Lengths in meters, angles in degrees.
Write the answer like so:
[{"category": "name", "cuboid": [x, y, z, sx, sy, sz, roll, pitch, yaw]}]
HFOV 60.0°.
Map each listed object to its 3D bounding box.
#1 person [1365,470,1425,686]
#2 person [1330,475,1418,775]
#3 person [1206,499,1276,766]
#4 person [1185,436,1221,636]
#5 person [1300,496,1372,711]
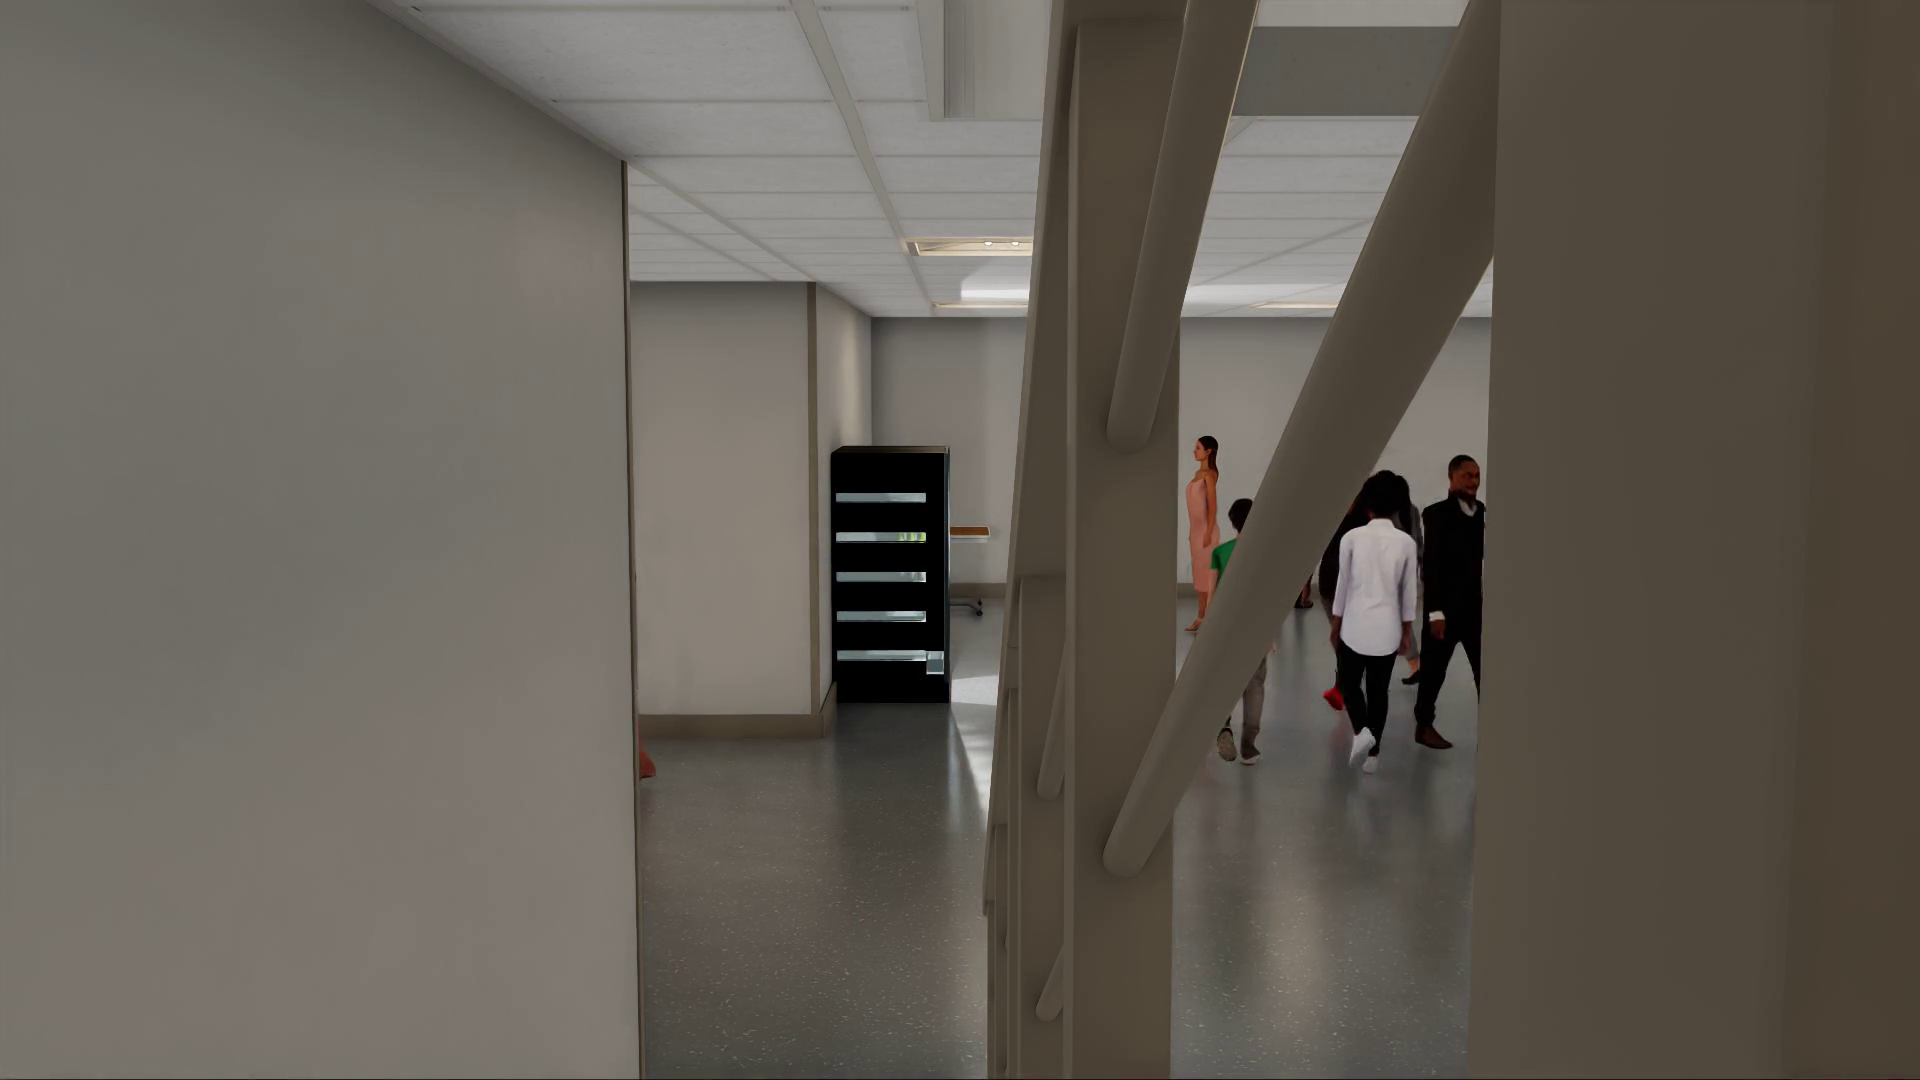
[{"category": "person", "cuboid": [3.401, 0.317, 12.678, 0.944, 1.637, 1.059, -3, 6, -27]}, {"category": "person", "cuboid": [2.458, 0.521, 9.869, 0.697, 1.793, 0.845, 0, 6, 2]}, {"category": "person", "cuboid": [1.700, 0.581, 10.087, 0.759, 1.630, 0.952, 2, 6, 21]}, {"category": "person", "cuboid": [2.252, -0.044, 15.292, 0.692, 1.832, 0.511, -1, 6, -12]}, {"category": "person", "cuboid": [2.778, 0.327, 11.931, 1.064, 1.766, 1.326, 3, 6, 26]}]
